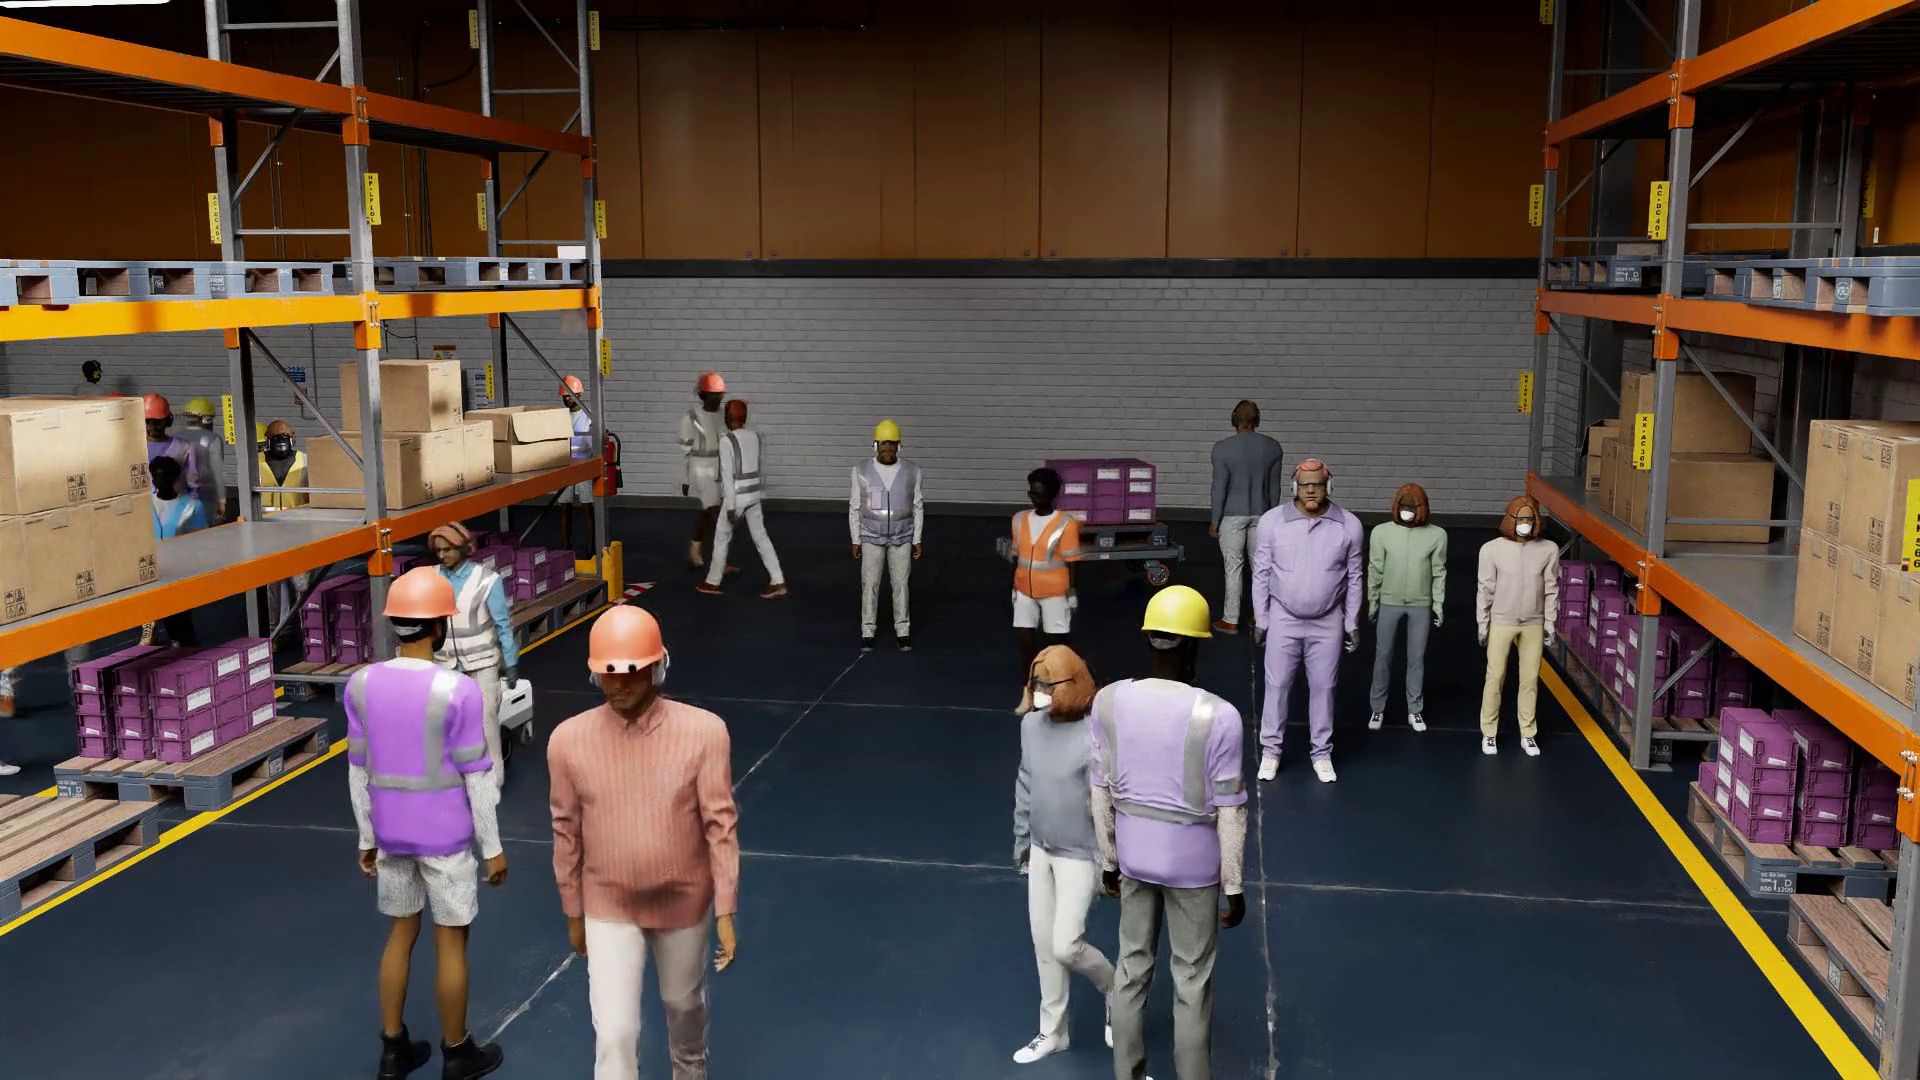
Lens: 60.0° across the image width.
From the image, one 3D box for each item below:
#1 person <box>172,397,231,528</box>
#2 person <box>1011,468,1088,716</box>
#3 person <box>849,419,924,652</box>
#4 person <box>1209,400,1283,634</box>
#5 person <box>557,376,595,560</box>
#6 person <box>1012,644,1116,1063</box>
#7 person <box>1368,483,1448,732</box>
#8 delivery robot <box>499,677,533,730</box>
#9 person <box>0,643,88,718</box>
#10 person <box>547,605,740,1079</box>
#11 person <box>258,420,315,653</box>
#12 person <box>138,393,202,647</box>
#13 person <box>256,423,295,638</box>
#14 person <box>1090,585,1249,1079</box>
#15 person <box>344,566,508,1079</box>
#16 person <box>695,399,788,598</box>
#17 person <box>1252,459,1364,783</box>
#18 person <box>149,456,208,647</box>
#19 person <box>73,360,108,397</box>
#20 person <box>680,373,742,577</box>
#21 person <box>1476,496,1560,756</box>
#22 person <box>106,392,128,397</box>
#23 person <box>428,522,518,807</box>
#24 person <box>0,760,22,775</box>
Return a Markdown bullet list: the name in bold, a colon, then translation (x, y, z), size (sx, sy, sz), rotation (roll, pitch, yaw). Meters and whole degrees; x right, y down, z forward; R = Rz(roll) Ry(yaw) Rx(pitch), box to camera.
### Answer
- **person**: translation (-7.130, -0.440, 15.680), size (0.590, 1.810, 0.431), rotation (3, 10, 17)
- **person**: translation (0.605, 0.333, 11.317), size (0.540, 1.678, 0.625), rotation (6, 11, 34)
- **person**: translation (-0.575, -0.031, 13.068), size (0.590, 1.837, 0.403), rotation (-1, 9, -7)
- **person**: translation (2.340, -0.187, 13.717), size (0.629, 1.940, 0.373), rotation (-3, 10, -17)
- **person**: translation (-3.909, -0.699, 16.874), size (0.553, 1.935, 0.362), rotation (0, 9, 3)
- **person**: translation (0.408, 1.184, 6.258), size (0.401, 1.623, 0.507), rotation (-7, 11, -36)
- **person**: translation (2.900, 0.436, 10.812), size (0.501, 1.633, 0.289), rotation (1, 9, 9)
- **delivery robot**: translation (-2.917, 1.026, 10.200), size (0.477, 0.478, 0.707), rotation (2, 9, 12)
- **person**: translation (-6.168, 0.233, 11.203), size (0.536, 1.915, 0.780), rotation (7, 11, 36)
- **person**: translation (-1.019, 1.152, 5.427), size (0.606, 1.956, 1.007), rotation (-1, 9, -7)
- **person**: translation (-5.301, -0.025, 13.059), size (0.619, 1.836, 0.430), rotation (-3, 10, -19)
- **person**: translation (-6.285, -0.137, 13.092), size (0.605, 2.043, 0.376), rotation (-3, 10, -17)
- **person**: translation (-5.638, -0.074, 13.551), size (0.329, 1.767, 0.528), rotation (-3, 10, -17)
- **person**: translation (0.730, 1.109, 5.773), size (0.586, 1.923, 0.371), rotation (6, 11, 34)
- **person**: translation (-1.935, 1.054, 6.072), size (0.554, 1.933, 0.378), rotation (3, 10, 18)
- **person**: translation (-1.981, -0.378, 15.241), size (0.999, 1.836, 0.583), rotation (6, 11, 34)
- **person**: translation (2.027, 0.476, 9.725), size (0.641, 1.910, 0.401), rotation (1, 9, 8)
- **person**: translation (-5.778, 0.191, 12.242), size (0.539, 1.678, 0.724), rotation (-1, 9, -6)
- **person**: translation (-10.934, -1.338, 21.029), size (0.528, 1.869, 0.313), rotation (2, 9, 11)
- **person**: translation (-2.493, -0.674, 16.561), size (0.621, 2.001, 1.037), rotation (-8, 12, -42)
- **person**: translation (3.430, 0.530, 10.261), size (0.493, 1.625, 0.283), rotation (0, 9, 0)
- **person**: translation (-7.308, -0.319, 14.547), size (0.643, 1.934, 1.042), rotation (0, 9, 3)
- **person**: translation (-2.731, 0.698, 9.212), size (0.614, 1.618, 0.416), rotation (1, 9, 4)
- **person**: translation (-5.760, 0.486, 9.632), size (0.393, 1.919, 0.590), rotation (1, 9, 8)
